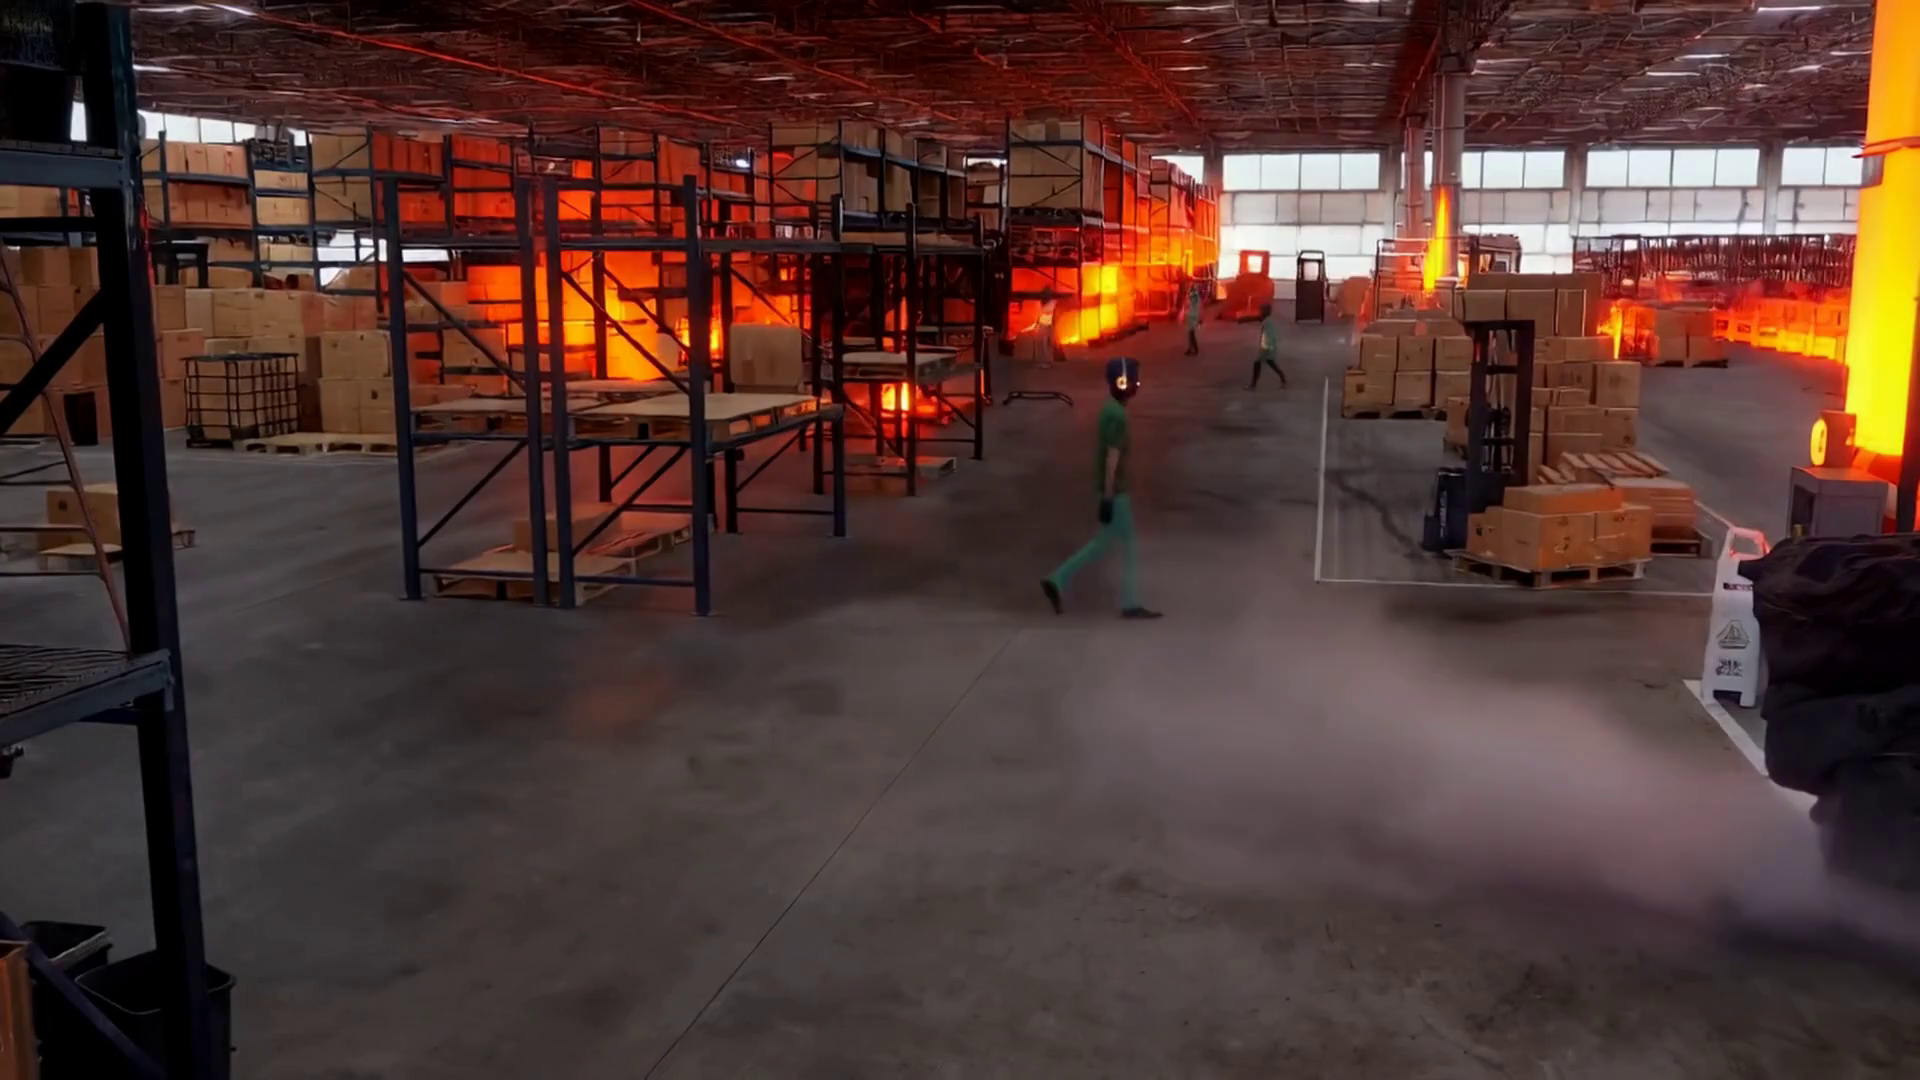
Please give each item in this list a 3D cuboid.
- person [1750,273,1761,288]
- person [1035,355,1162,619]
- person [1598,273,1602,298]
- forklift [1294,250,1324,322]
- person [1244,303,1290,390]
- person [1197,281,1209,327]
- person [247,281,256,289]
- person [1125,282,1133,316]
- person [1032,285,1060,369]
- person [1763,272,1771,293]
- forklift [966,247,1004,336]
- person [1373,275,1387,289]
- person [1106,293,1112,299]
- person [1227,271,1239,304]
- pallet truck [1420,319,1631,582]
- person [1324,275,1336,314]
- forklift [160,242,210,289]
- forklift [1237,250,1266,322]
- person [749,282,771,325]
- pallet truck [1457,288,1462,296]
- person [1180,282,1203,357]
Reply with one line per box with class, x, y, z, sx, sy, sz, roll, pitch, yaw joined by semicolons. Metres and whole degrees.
person;34.851;-10.736;72.751;0.921;1.877;0.627;2;10;11
person;0.959;-0.348;11.364;0.802;1.840;0.521;-2;10;-12
person;30.719;-11.976;80.297;0.936;1.797;0.595;-1;10;-4
forklift;13.778;-10.002;65.433;1.129;2.768;1.873;2;10;12
person;5.845;-3.661;31.481;0.826;1.669;0.531;6;11;31
person;8.796;-8.572;60.493;0.469;1.679;0.544;-8;12;-38
person;-19.123;-6.055;44.974;0.676;1.891;0.431;-1;10;-7
person;6.094;-8.290;58.903;0.875;1.644;0.553;2;10;14
person;1.859;-4.777;37.418;0.899;1.880;0.629;-9;13;-43
person;42.970;-13.344;88.400;0.777;1.809;0.599;0;10;2
forklift;0.647;-7.216;48.937;1.129;2.768;1.873;2;10;12
person;15.998;-9.209;63.659;0.971;1.907;0.597;-7;12;-35
person;8.113;-13.698;90.540;0.623;1.781;0.912;2;10;9
person;15.142;-13.839;91.219;0.656;1.860;0.981;-7;12;-34
pallet truck;4.543;-0.757;13.299;0.823;1.965;1.885;-4;10;-22
person;16.579;-11.141;75.451;0.949;1.783;0.604;3;10;17
forklift;-16.063;-4.810;34.690;1.129;2.768;1.873;2;10;12
forklift;11.553;-9.989;65.359;1.129;2.768;1.873;2;10;12
person;-4.821;-5.103;39.176;0.774;1.941;0.638;8;12;38
pallet truck;20.506;-9.785;68.819;0.653;1.274;1.630;2;10;12
person;5.964;-5.644;42.530;0.553;1.908;0.893;8;12;39
